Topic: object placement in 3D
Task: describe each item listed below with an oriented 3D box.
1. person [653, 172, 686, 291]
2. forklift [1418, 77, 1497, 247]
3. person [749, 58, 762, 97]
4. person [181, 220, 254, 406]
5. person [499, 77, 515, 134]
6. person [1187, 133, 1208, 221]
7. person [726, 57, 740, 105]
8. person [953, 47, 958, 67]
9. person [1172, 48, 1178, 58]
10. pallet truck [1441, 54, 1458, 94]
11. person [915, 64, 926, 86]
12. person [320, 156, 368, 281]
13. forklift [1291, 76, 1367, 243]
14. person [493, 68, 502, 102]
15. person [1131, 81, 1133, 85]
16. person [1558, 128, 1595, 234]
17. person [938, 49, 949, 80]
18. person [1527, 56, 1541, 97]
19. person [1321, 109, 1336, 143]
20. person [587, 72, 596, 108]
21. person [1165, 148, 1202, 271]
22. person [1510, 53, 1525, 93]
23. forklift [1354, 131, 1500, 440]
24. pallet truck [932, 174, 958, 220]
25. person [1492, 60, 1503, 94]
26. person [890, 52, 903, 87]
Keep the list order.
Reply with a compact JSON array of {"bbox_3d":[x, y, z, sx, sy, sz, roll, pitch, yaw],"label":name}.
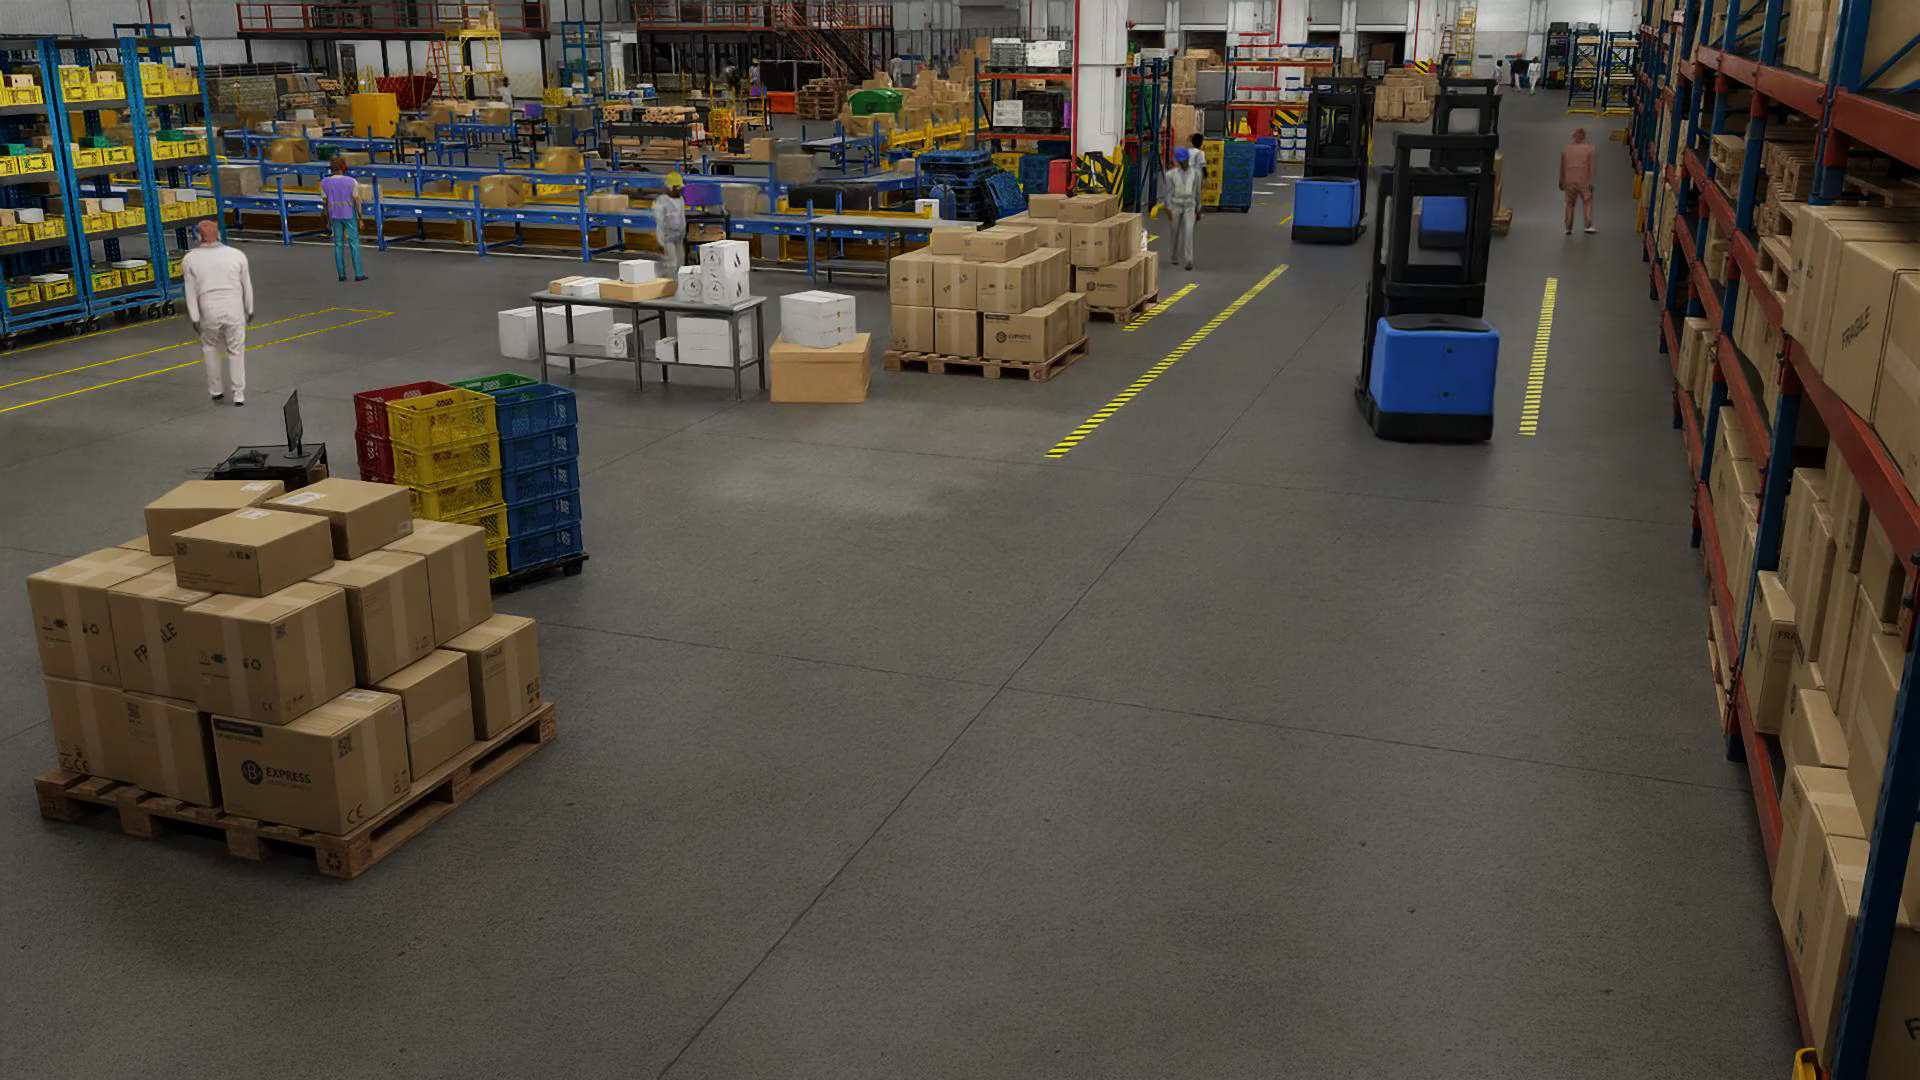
[{"bbox_3d":[-4.030,-4.184,23.042,0.574,1.809,0.607,9,20,26],"label":"person"},{"bbox_3d":[8.650,-6.553,28.744,1.129,2.768,1.873,6,19,19],"label":"forklift"},{"bbox_3d":[-8.970,-20.192,73.149,0.590,1.926,0.388,-11,21,-31],"label":"person"},{"bbox_3d":[-7.652,-2.365,17.225,0.647,1.872,0.876,-8,19,-24],"label":"person"},{"bbox_3d":[-14.938,-14.339,54.872,0.514,1.856,0.553,14,22,37],"label":"person"},{"bbox_3d":[4.602,-6.963,31.998,0.742,1.667,0.547,-11,21,-30],"label":"person"},{"bbox_3d":[-9.787,-19.874,71.964,0.538,2.000,0.700,11,20,30],"label":"person"},{"bbox_3d":[-0.166,-26.355,92.401,0.625,1.992,0.388,10,20,28],"label":"person"},{"bbox_3d":[12.147,-26.626,93.424,0.972,1.884,0.572,12,21,33],"label":"person"},{"bbox_3d":[22.765,-21.886,78.355,0.823,1.965,1.885,-4,18,-14],"label":"pallet truck"},{"bbox_3d":[-1.501,-17.560,64.882,0.543,1.925,0.511,-11,21,-31],"label":"person"},{"bbox_3d":[-9.234,-4.799,24.914,0.566,1.847,0.389,-1,18,-2],"label":"person"},{"bbox_3d":[6.598,-6.755,29.381,1.129,2.768,1.873,6,19,19],"label":"forklift"},{"bbox_3d":[-18.124,-17.724,65.655,0.533,1.767,0.327,-4,18,-13],"label":"person"},{"bbox_3d":[9.381,-25.457,89.989,0.529,1.741,0.743,-6,18,-17],"label":"person"},{"bbox_3d":[11.235,-6.538,30.329,0.698,1.879,0.456,16,23,40],"label":"person"},{"bbox_3d":[-0.897,-26.266,92.274,0.601,1.903,0.932,0,18,0],"label":"person"},{"bbox_3d":[27.316,-22.066,79.141,0.598,1.861,0.677,13,22,36],"label":"person"},{"bbox_3d":[10.437,-11.776,47.076,0.317,1.697,0.540,-13,22,-36],"label":"person"},{"bbox_3d":[-14.060,-16.961,63.104,0.648,1.869,0.588,7,19,22],"label":"person"},{"bbox_3d":[3.504,-5.218,26.200,0.597,1.887,1.075,0,18,0],"label":"person"},{"bbox_3d":[27.708,-23.214,82.625,0.656,1.945,1.032,-6,18,-17],"label":"person"},{"bbox_3d":[4.562,-2.502,16.018,1.129,2.768,1.873,2,18,7],"label":"forklift"},{"bbox_3d":[-0.507,-5.292,27.348,0.653,1.274,1.630,6,19,19],"label":"pallet truck"},{"bbox_3d":[23.892,-20.401,73.966,0.431,1.835,0.624,6,18,17],"label":"person"},{"bbox_3d":[-3.170,-23.401,83.220,0.628,1.935,0.373,-4,18,-11],"label":"person"}]
